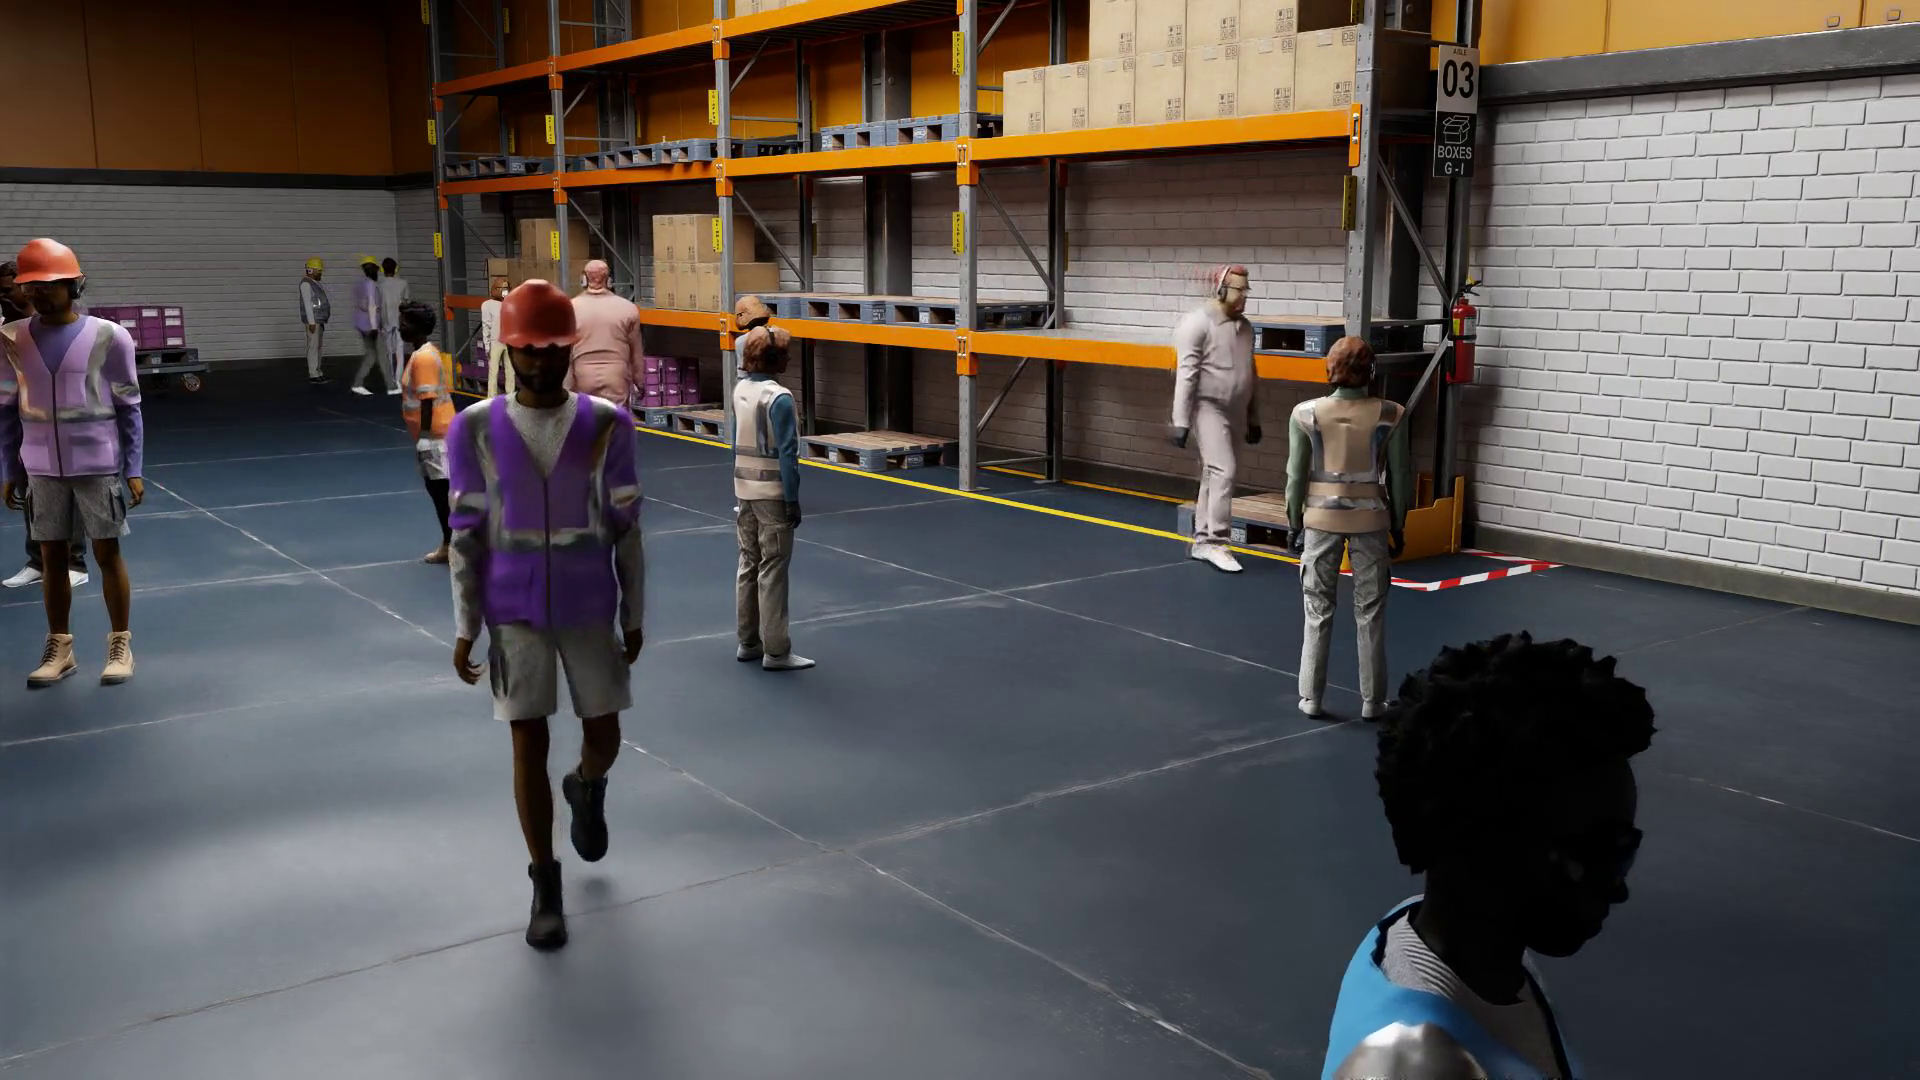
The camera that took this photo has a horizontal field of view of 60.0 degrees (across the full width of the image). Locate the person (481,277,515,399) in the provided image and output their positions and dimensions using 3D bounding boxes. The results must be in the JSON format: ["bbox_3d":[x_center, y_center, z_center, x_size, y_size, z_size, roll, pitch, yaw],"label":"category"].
[{"bbox_3d":[-5.396,-2.279,19.618,0.496,1.629,0.277,-9,14,-42],"label":"person"}]

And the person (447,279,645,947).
[{"bbox_3d":[-1.222,0.190,4.953,0.565,1.921,0.673,-3,10,-14],"label":"person"}]

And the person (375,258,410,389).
[{"bbox_3d":[-7.888,-3.011,23.188,0.514,1.817,0.989,-2,10,-13],"label":"person"}]

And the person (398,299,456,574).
[{"bbox_3d":[-3.265,-0.638,10.284,0.328,1.682,0.647,-4,11,-24],"label":"person"}]

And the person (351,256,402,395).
[{"bbox_3d":[-7.860,-2.858,22.243,0.709,1.863,0.667,-5,11,-26],"label":"person"}]

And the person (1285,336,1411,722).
[{"bbox_3d":[1.633,-0.040,7.038,0.513,1.640,0.309,3,10,15],"label":"person"}]

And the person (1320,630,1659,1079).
[{"bbox_3d":[0.436,0.909,1.557,0.321,1.696,0.537,3,11,17],"label":"person"}]

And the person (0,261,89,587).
[{"bbox_3d":[-5.401,-0.665,9.758,0.591,1.917,0.379,3,11,18],"label":"person"}]

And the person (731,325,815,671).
[{"bbox_3d":[-0.916,-0.199,7.926,0.308,1.639,0.524,-7,12,-35],"label":"person"}]

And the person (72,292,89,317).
[{"bbox_3d":[-12.153,-2.898,22.757,0.610,1.765,1.041,10,14,44],"label":"person"}]

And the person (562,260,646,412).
[{"bbox_3d":[-2.793,-1.236,13.044,0.654,1.890,0.595,-1,10,-8],"label":"person"}]

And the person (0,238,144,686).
[{"bbox_3d":[-4.053,-0.337,7.572,0.615,2.041,0.392,-2,10,-9],"label":"person"}]

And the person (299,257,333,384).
[{"bbox_3d":[-9.337,-3.180,24.116,0.403,1.822,0.589,-2,10,-9],"label":"person"}]

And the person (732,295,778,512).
[{"bbox_3d":[-1.542,-1.023,12.559,0.277,1.632,0.500,5,11,27],"label":"person"}]

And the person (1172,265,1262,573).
[{"bbox_3d":[1.688,-0.745,10.296,0.666,1.881,0.708,-10,14,-43],"label":"person"}]
